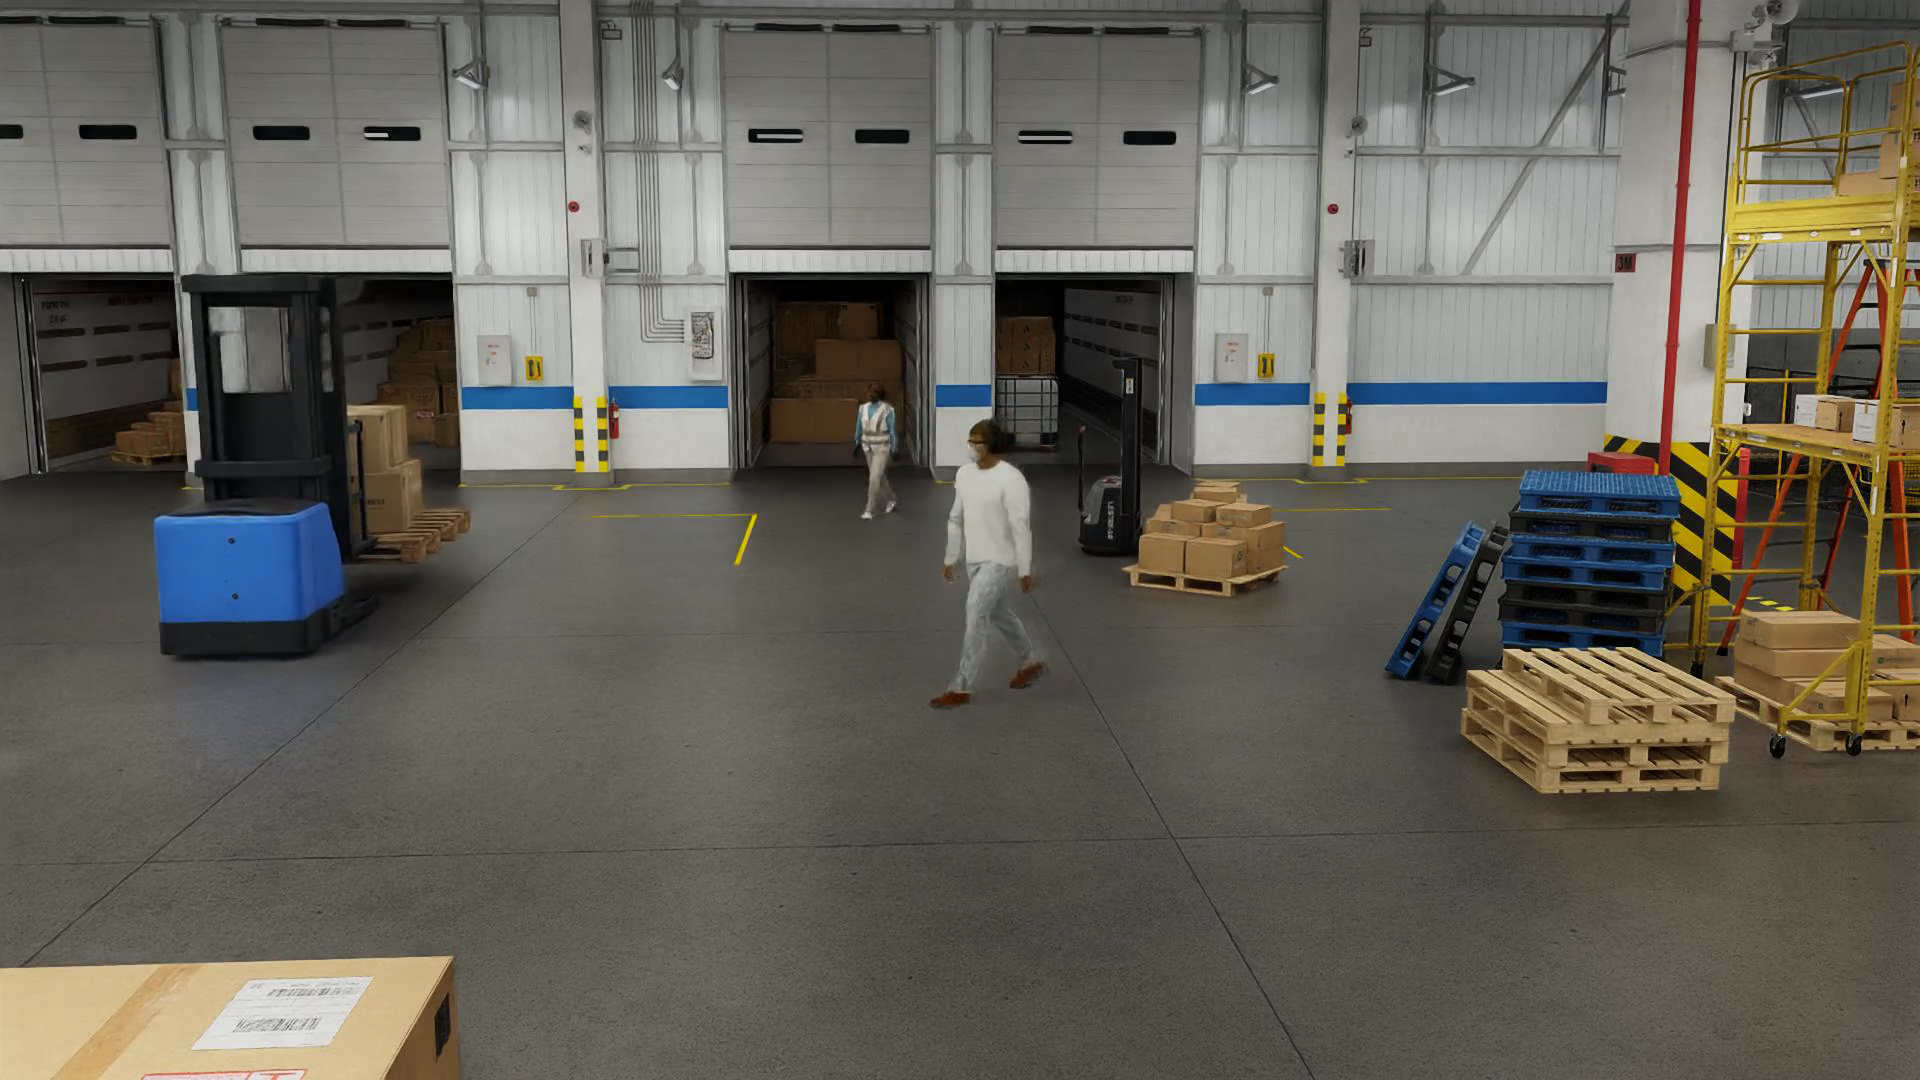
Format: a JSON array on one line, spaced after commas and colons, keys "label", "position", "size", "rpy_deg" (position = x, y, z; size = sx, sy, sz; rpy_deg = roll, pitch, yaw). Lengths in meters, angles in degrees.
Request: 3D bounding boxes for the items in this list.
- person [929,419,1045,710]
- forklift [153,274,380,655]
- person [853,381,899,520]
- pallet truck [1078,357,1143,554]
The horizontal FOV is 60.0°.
[{"label": "person", "position": [0.224, 0.132, 11.043], "size": [1.027, 1.895, 0.639], "rpy_deg": [-6, 11, -35]}, {"label": "forklift", "position": [-5.354, -0.640, 12.767], "size": [1.129, 2.768, 1.873], "rpy_deg": [-1, 9, -4]}, {"label": "person", "position": [-0.940, -1.065, 19.435], "size": [0.515, 1.605, 0.797], "rpy_deg": [7, 11, 37]}, {"label": "pallet truck", "position": [2.088, -0.836, 16.757], "size": [1.885, 1.965, 0.823], "rpy_deg": [2, 9, 13]}]
